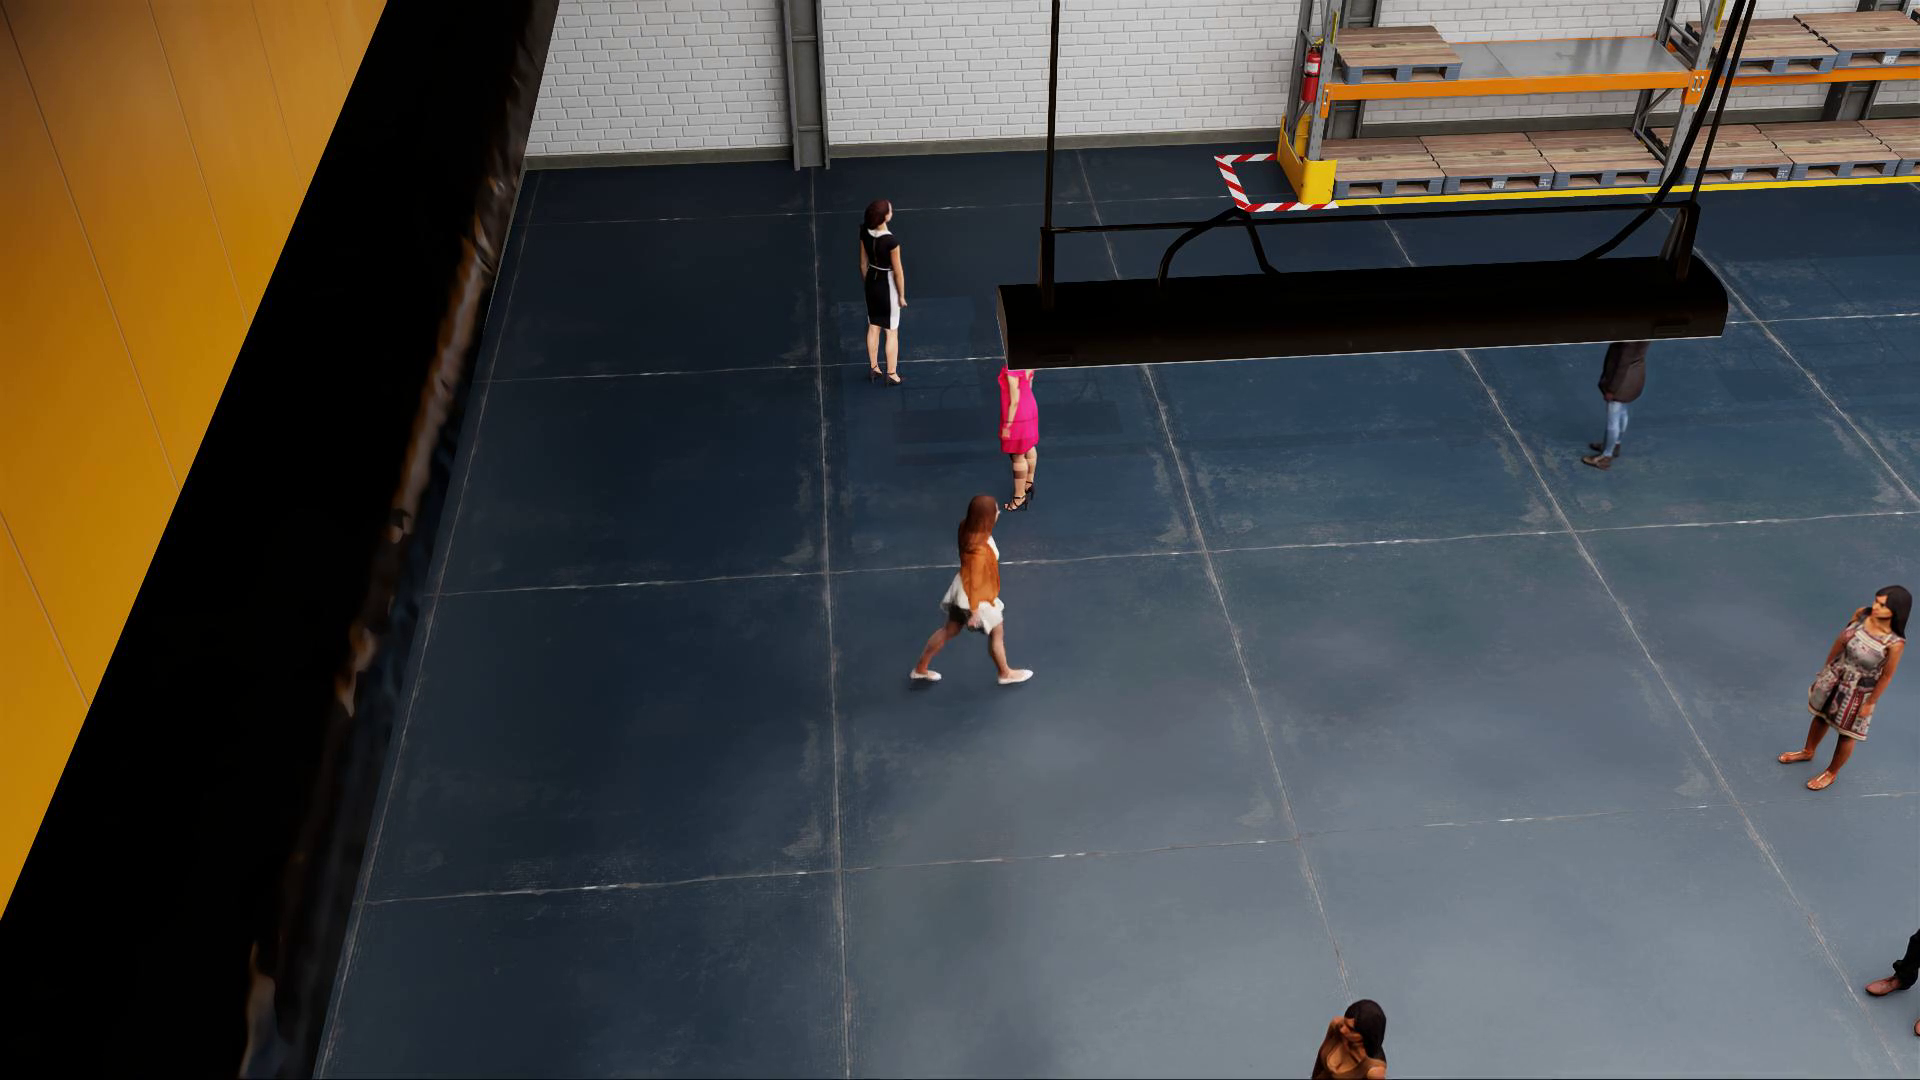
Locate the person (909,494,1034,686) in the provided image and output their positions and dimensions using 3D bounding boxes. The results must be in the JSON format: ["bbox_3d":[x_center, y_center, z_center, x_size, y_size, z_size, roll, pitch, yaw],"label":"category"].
[{"bbox_3d":[0.000,0.390,11.486,1.159,1.682,0.776,-11,40,-13],"label":"person"}]

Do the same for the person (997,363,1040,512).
[{"bbox_3d":[0.478,-0.993,13.180,0.692,1.728,0.664,17,42,21],"label":"person"}]

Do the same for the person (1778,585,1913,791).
[{"bbox_3d":[5.822,0.935,10.832,0.617,1.645,0.699,-12,40,-15],"label":"person"}]

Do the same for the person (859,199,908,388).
[{"bbox_3d":[-0.680,-2.162,14.589,0.635,1.795,0.713,24,44,27],"label":"person"}]

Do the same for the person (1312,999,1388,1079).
[{"bbox_3d":[1.925,2.856,8.390,0.620,1.690,0.629,-17,42,-20],"label":"person"}]

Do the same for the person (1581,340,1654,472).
[{"bbox_3d":[5.466,-1.331,13.679,0.771,1.632,0.724,23,44,26],"label":"person"}]
